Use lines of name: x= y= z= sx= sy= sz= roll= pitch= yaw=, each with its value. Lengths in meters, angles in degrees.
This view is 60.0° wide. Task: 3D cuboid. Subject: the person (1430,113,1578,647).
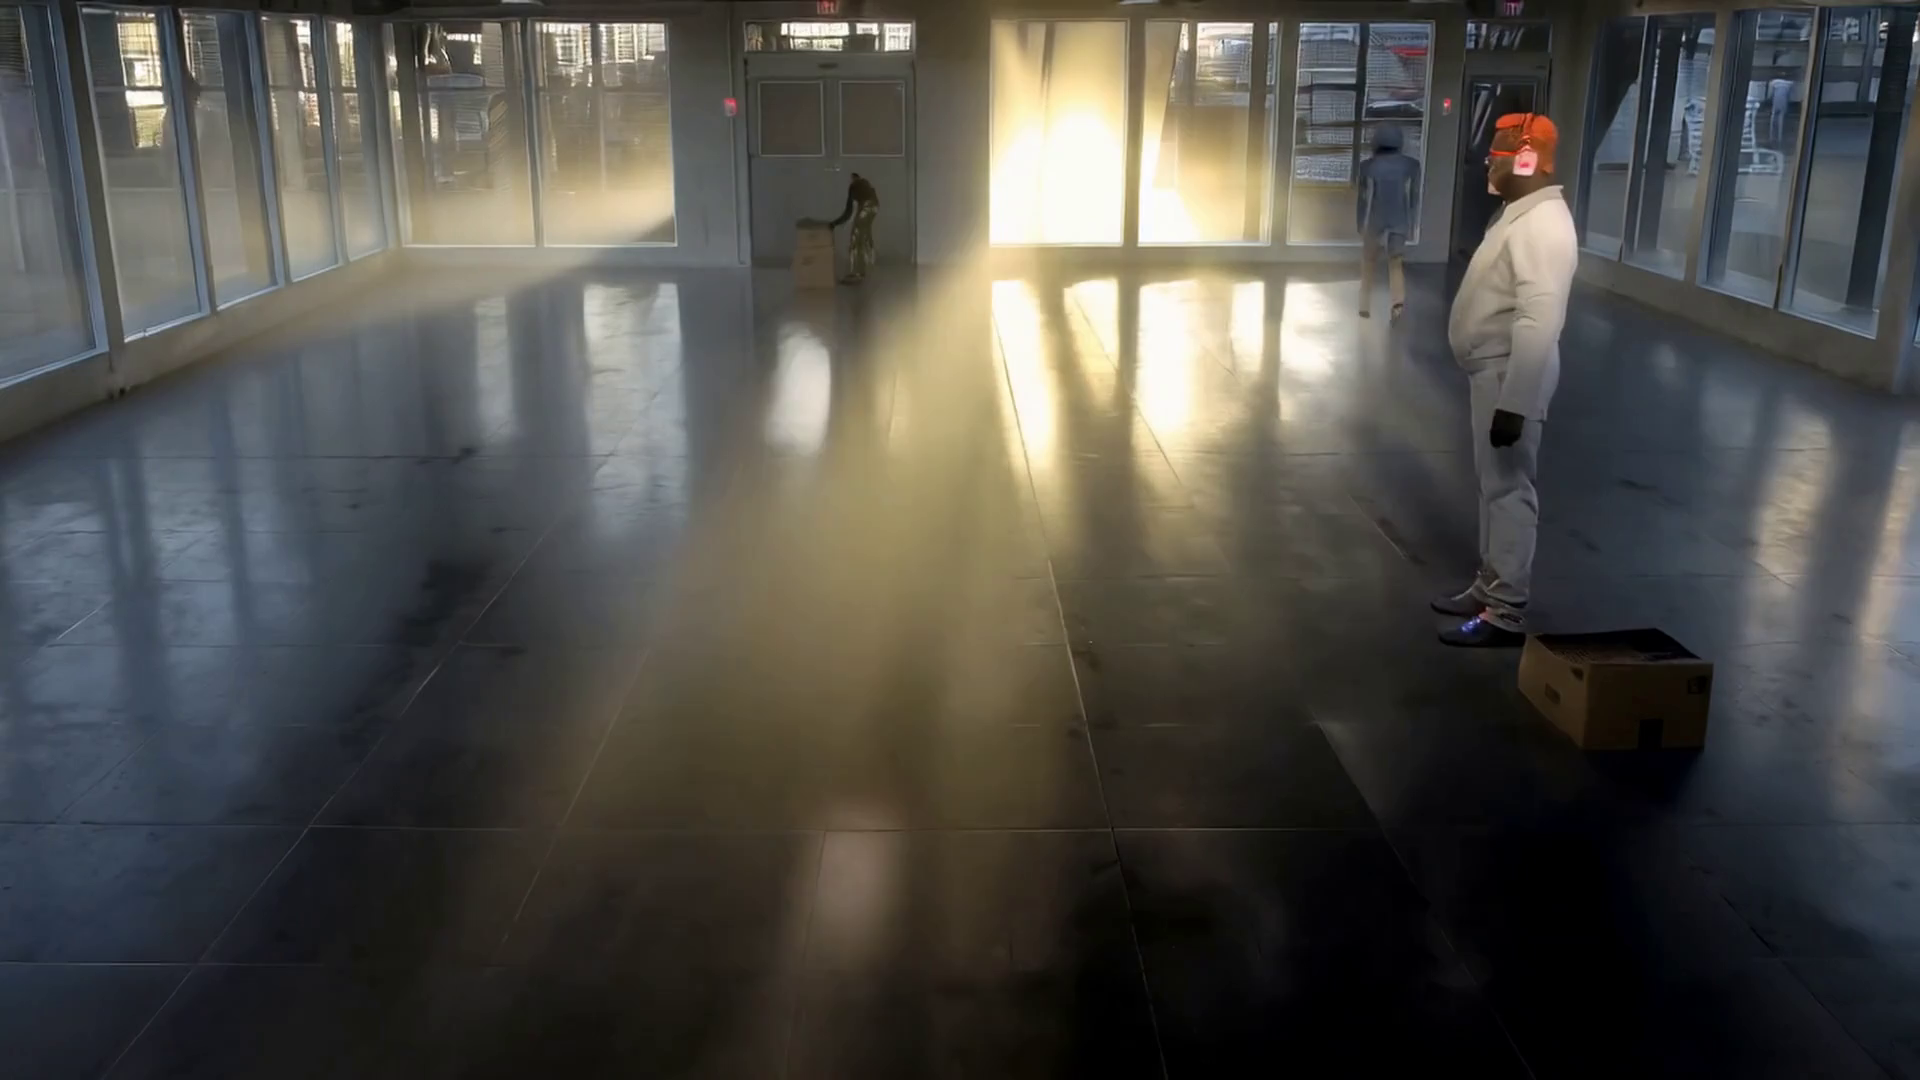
person: x=1.957 y=-0.560 z=6.011 sx=0.409 sy=1.907 sz=0.651 roll=4 pitch=17 yaw=12

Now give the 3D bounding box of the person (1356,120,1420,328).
person: x=3.373 y=-2.492 z=13.120 sx=0.500 sy=1.602 sz=0.789 roll=1 pitch=16 yaw=3
